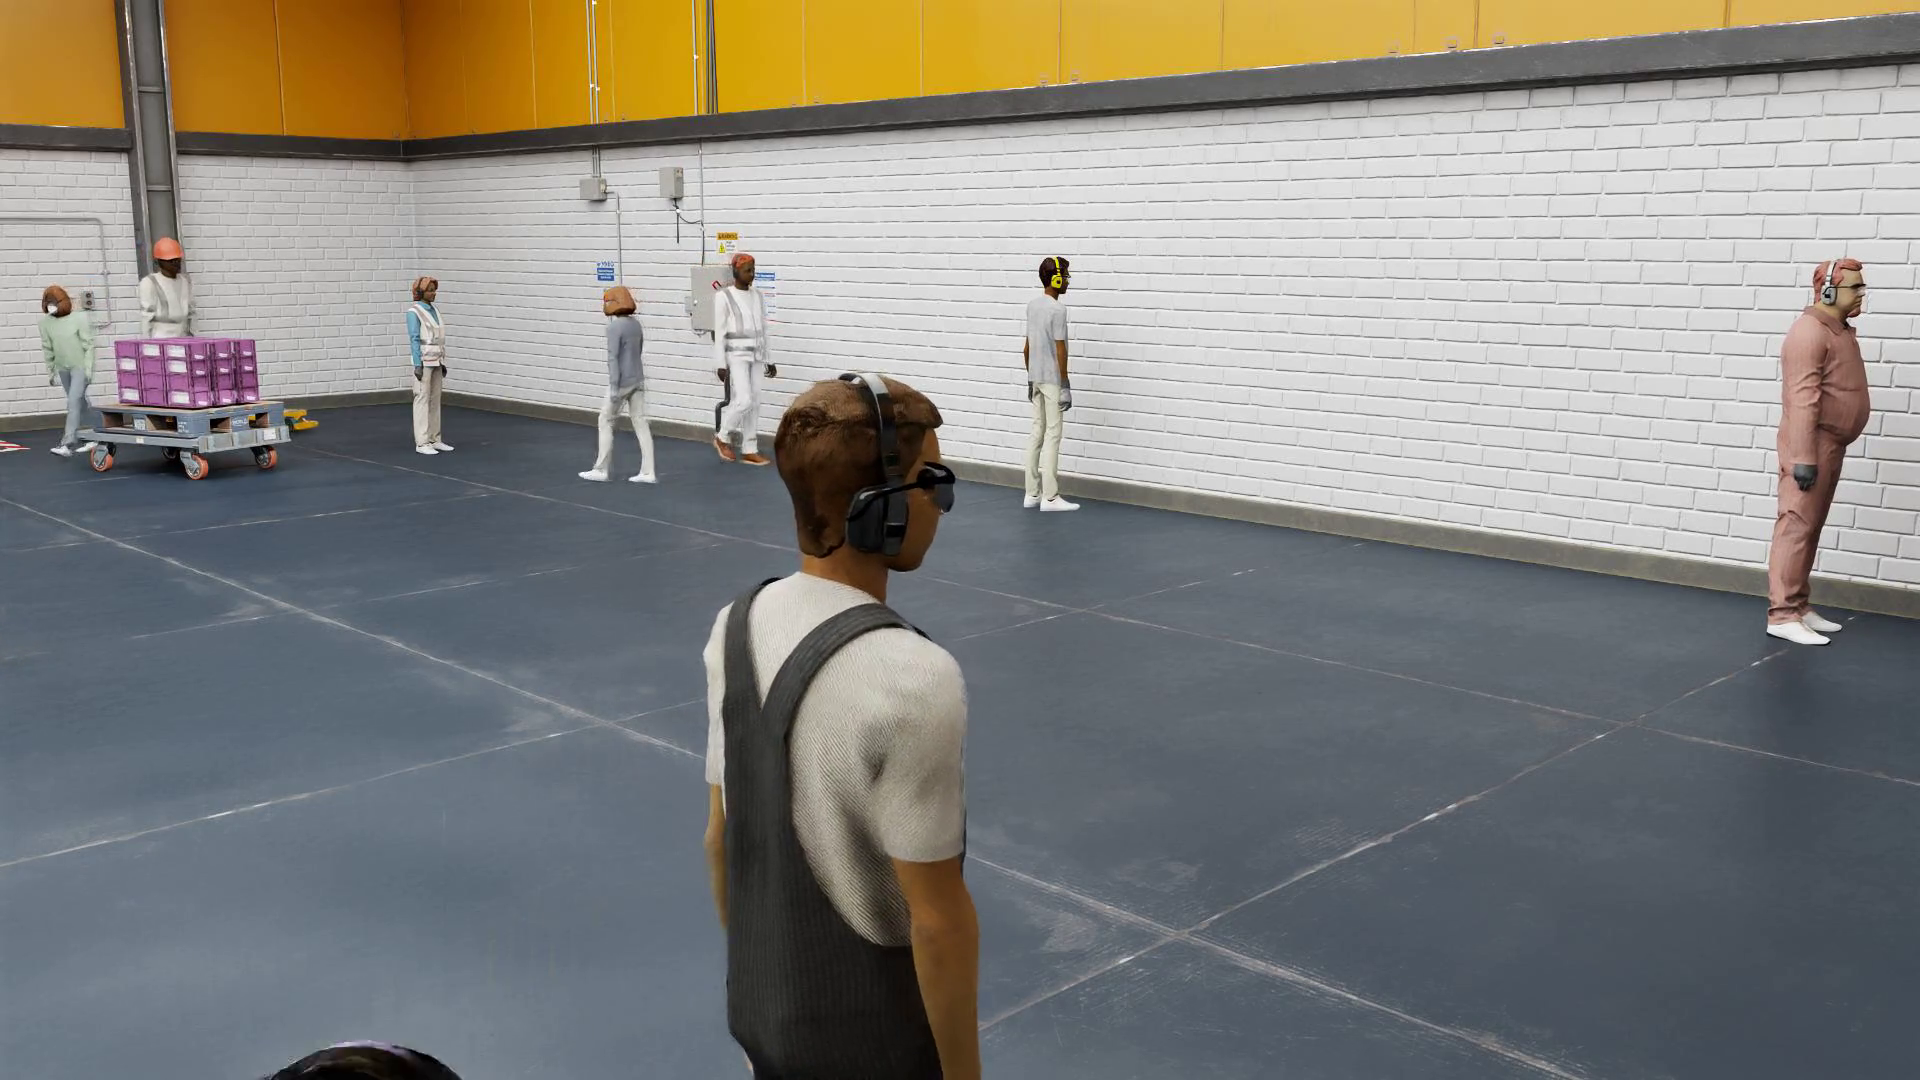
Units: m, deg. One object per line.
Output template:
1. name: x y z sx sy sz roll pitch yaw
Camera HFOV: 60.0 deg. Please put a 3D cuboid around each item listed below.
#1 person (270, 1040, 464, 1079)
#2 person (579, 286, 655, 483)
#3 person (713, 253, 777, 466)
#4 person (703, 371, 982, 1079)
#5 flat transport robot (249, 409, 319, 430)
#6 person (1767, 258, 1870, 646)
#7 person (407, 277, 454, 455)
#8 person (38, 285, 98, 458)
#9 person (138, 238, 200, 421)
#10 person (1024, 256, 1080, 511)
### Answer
1. person: -0.119 0.905 1.025 0.958 1.876 0.619 -10 14 -43
2. person: -2.822 -1.262 13.616 0.732 1.605 0.523 4 11 23
3. person: -1.888 -1.582 14.632 0.423 1.869 0.589 7 13 34
4. person: -0.149 0.690 2.314 0.327 1.843 0.515 -9 14 -41
5. flat transport robot: -7.300 -1.185 16.837 0.652 0.197 1.431 5 12 27
6. person: 4.315 -0.445 8.333 0.400 1.910 0.643 8 13 38
7. person: -4.940 -1.617 15.456 0.306 1.639 0.523 2 11 10
8. person: -8.170 -1.538 15.235 0.512 1.556 0.934 2 11 9
9. person: -7.648 -1.907 16.094 0.708 1.998 0.626 3 11 15
10. person: 0.660 -1.147 12.269 0.311 1.869 0.530 -6 12 -28
